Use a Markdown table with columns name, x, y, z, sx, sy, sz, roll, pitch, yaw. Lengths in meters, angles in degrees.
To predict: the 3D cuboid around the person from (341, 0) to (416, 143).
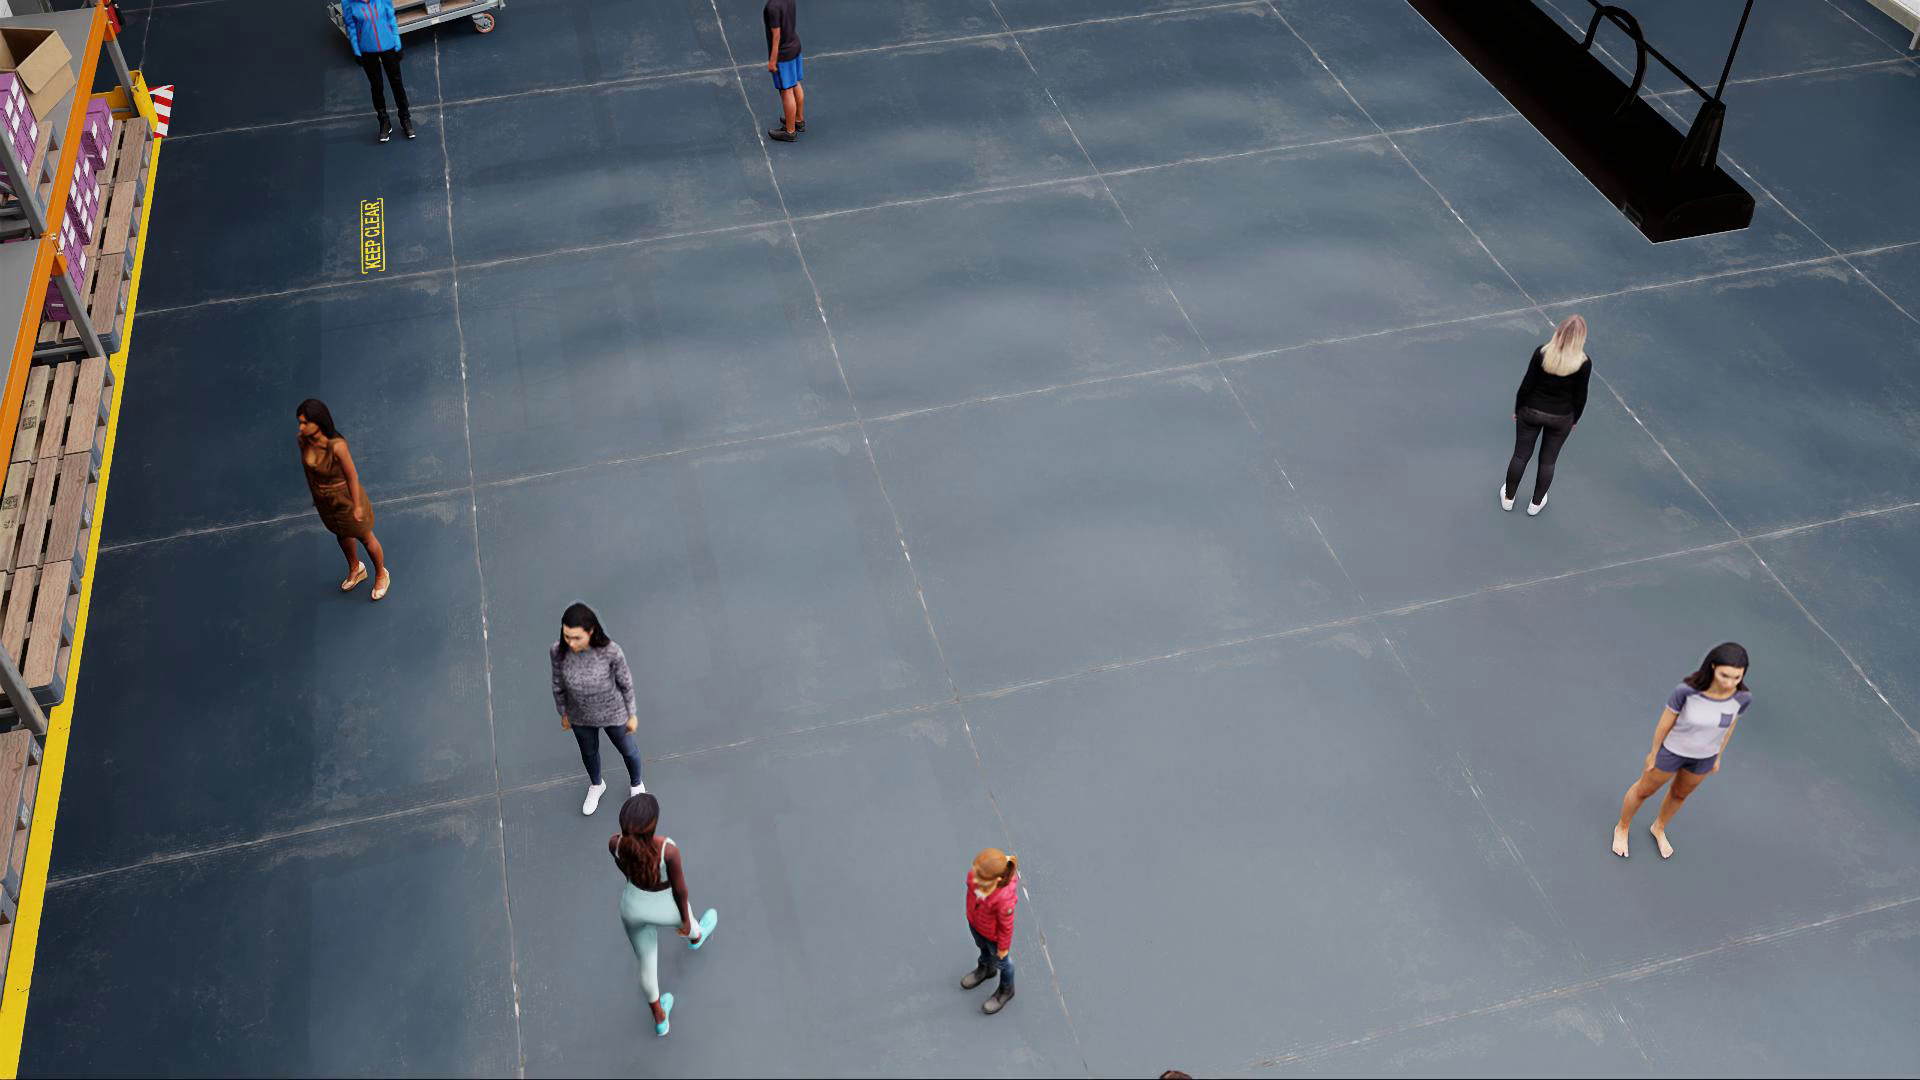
| name | x | y | z | sx | sy | sz | roll | pitch | yaw |
| --- | --- | --- | --- | --- | --- | --- | --- | --- | --- |
| person | -5.515 | -4.651 | 15.749 | 0.612 | 1.796 | 0.511 | -11 | 45 | -12 |

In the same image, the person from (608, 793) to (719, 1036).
| name | x | y | z | sx | sy | sz | roll | pitch | yaw |
| --- | --- | --- | --- | --- | --- | --- | --- | --- | --- |
| person | -1.651 | 2.027 | 8.816 | 0.867 | 1.689 | 1.099 | 6 | 44 | 7 |

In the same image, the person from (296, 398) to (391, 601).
| name | x | y | z | sx | sy | sz | roll | pitch | yaw |
| --- | --- | --- | --- | --- | --- | --- | --- | --- | --- |
| person | -4.185 | -0.279 | 11.236 | 0.639 | 1.690 | 0.676 | 16 | 46 | 16 |

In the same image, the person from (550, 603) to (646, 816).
| name | x | y | z | sx | sy | sz | roll | pitch | yaw |
| --- | --- | --- | --- | --- | --- | --- | --- | --- | --- |
| person | -2.137 | 1.003 | 9.861 | 0.678 | 1.731 | 0.627 | 2 | 44 | 2 |

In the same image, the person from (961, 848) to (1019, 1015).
| name | x | y | z | sx | sy | sz | roll | pitch | yaw |
| --- | --- | --- | --- | --- | --- | --- | --- | --- | --- |
| person | 0.178 | 2.082 | 9.029 | 0.633 | 1.315 | 0.521 | -27 | 50 | -26 |

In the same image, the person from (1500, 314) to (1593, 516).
| name | x | y | z | sx | sy | sz | roll | pitch | yaw |
| --- | --- | --- | --- | --- | --- | --- | --- | --- | --- |
| person | 4.179 | -0.885 | 11.876 | 0.698 | 1.685 | 0.730 | 16 | 46 | 16 |

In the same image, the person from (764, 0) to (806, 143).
| name | x | y | z | sx | sy | sz | roll | pitch | yaw |
| --- | --- | --- | --- | --- | --- | --- | --- | --- | --- |
| person | -1.656 | -4.642 | 15.737 | 0.774 | 1.800 | 0.694 | 15 | 46 | 15 |

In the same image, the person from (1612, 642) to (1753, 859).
| name | x | y | z | sx | sy | sz | roll | pitch | yaw |
| --- | --- | --- | --- | --- | --- | --- | --- | --- | --- |
| person | 4.206 | 1.215 | 9.637 | 0.649 | 1.733 | 0.627 | 4 | 44 | 4 |
